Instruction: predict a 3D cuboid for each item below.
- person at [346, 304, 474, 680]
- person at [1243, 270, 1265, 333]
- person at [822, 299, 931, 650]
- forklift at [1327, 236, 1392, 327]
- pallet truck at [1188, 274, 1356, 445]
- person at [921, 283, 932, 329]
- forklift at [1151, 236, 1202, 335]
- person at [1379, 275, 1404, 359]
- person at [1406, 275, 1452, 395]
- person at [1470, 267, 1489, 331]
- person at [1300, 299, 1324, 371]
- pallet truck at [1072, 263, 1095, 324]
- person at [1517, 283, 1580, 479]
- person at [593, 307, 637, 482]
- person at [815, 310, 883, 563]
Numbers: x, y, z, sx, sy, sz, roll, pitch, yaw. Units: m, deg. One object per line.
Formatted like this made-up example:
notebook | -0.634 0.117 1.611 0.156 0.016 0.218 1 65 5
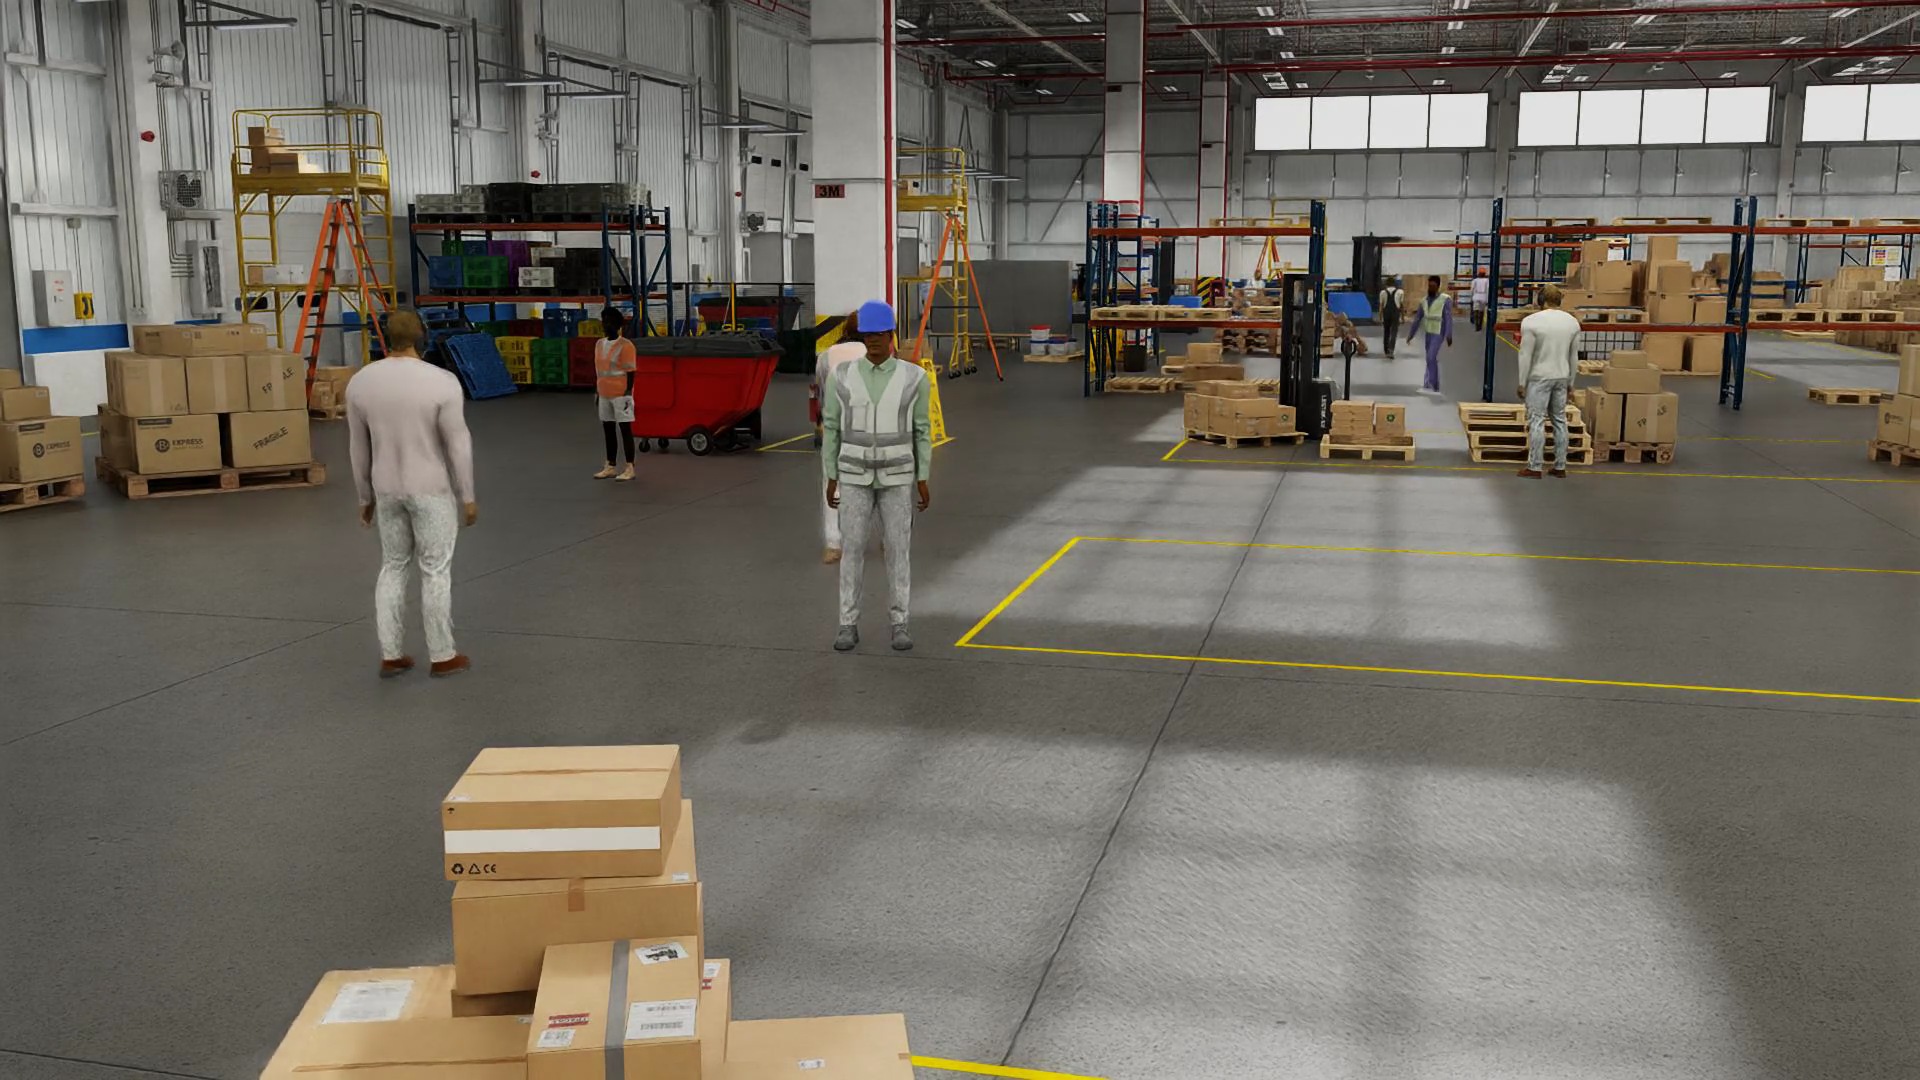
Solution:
person | -2.812 -0.237 8.576 0.633 1.939 0.379 2 10 12
person | 8.516 -6.845 47.810 0.606 1.817 1.063 -4 10 -21
person | -0.461 -0.354 9.224 0.602 1.949 0.394 0 10 0
forklift | 12.486 -8.034 51.710 1.873 2.768 1.129 -2 10 -14
pallet truck | 3.653 -2.138 19.590 1.885 1.965 0.823 -4 10 -20
person | -0.916 -7.353 50.504 0.544 1.929 0.386 -5 11 -27
forklift | 5.866 -7.214 46.878 1.873 2.768 1.129 2 10 14
person | 9.291 -4.803 35.844 0.523 1.817 0.869 4 10 22
person | 7.384 -3.205 26.141 0.691 1.894 0.628 -5 11 -25
person | 15.464 -7.151 49.429 0.549 1.899 0.994 3 10 16
person | 6.784 -4.101 31.929 0.485 1.738 0.322 -4 10 -20
pallet truck | 4.325 -8.180 55.162 0.823 1.965 1.885 6 11 31
person | 5.815 -1.565 16.459 0.641 1.926 0.397 -3 10 -17
person | -3.376 -1.419 16.229 0.539 1.700 0.317 7 12 35
person | -0.725 -0.764 12.087 0.643 1.793 0.965 4 10 20
